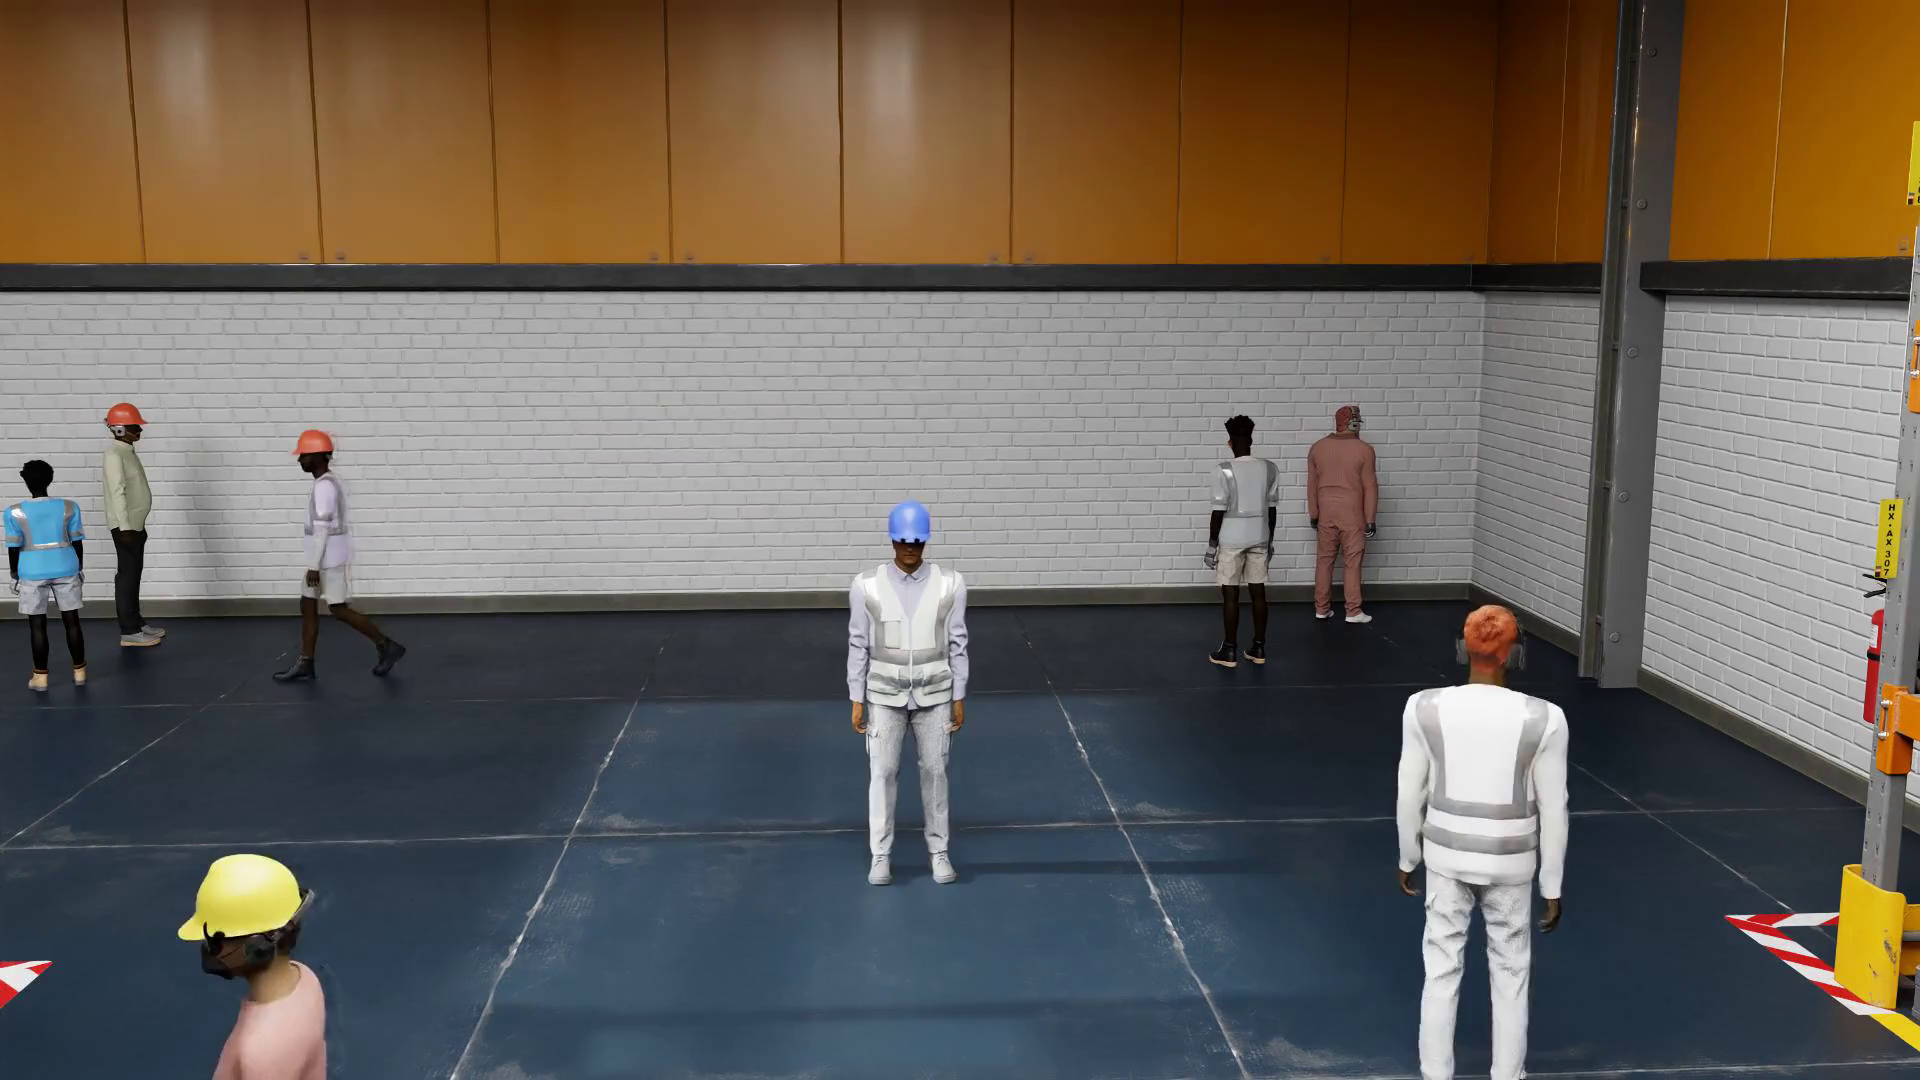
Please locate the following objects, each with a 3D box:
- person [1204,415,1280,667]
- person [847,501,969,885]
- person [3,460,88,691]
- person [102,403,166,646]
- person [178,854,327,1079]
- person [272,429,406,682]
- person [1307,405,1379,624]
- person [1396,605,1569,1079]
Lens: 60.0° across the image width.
[{"bbox_3d":[2.182,0.007,12.929,0.603,1.959,0.379,-3,10,-21],"label":"person"},{"bbox_3d":[-0.255,0.762,8.250,0.607,1.939,0.414,-1,9,-4],"label":"person"},{"bbox_3d":[-6.686,0.255,12.188,0.532,1.698,0.319,-8,12,-41],"label":"person"},{"bbox_3d":[-6.822,-0.131,13.685,0.382,1.995,0.612,-3,9,-17],"label":"person"},{"bbox_3d":[-1.545,1.560,3.910,0.873,1.730,0.532,-3,9,-16],"label":"person"},{"bbox_3d":[-4.673,0.118,12.427,0.896,1.907,0.544,-4,10,-24],"label":"person"},{"bbox_3d":[3.360,-0.223,14.545,0.649,1.904,0.401,8,12,40],"label":"person"},{"bbox_3d":[1.850,1.166,5.933,0.590,1.879,0.385,4,10,21],"label":"person"}]
